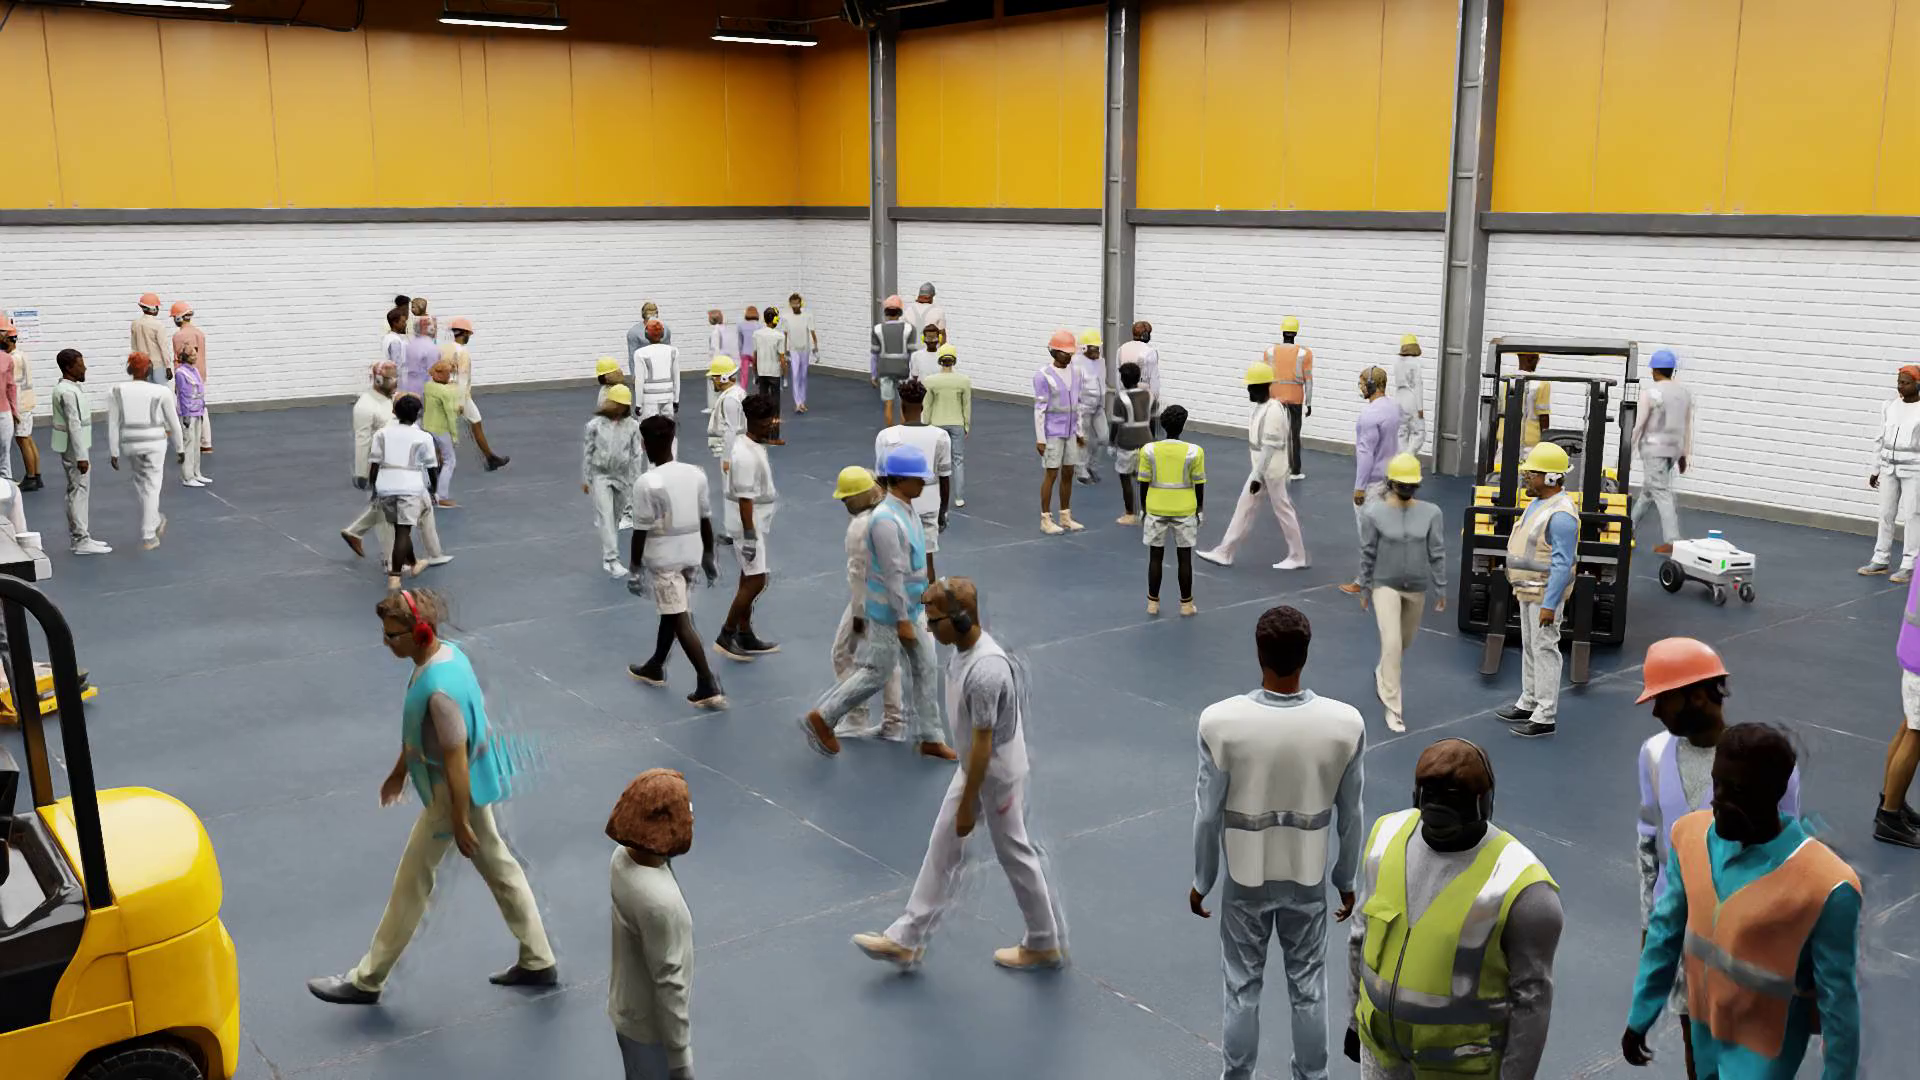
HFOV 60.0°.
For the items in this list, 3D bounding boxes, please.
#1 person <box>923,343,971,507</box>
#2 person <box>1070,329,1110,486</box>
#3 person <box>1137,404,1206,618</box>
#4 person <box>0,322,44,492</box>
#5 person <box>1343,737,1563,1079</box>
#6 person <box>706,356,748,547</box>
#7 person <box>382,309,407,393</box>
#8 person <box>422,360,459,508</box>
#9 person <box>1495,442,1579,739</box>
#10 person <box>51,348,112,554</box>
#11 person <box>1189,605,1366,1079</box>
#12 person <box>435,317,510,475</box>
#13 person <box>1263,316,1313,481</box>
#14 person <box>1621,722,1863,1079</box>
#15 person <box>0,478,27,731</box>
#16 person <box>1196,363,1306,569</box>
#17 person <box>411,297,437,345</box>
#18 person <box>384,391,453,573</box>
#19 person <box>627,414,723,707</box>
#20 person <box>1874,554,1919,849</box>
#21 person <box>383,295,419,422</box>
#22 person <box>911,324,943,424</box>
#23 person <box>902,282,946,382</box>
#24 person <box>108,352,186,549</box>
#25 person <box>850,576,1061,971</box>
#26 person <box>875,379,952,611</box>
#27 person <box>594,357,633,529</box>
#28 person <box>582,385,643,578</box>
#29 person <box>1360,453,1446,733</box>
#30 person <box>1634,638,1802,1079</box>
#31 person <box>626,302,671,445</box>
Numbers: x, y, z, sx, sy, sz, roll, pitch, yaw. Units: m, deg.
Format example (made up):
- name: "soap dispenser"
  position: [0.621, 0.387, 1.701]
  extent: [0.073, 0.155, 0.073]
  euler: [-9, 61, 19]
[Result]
- name: "person"
  position: [-0.141, -1.221, 17.827]
  extent: [0.515, 1.759, 0.335]
  euler: [-1, 12, -7]
- name: "person"
  position: [1.485, -1.517, 19.106]
  extent: [0.597, 1.812, 0.427]
  euler: [-9, 15, -38]
- name: "person"
  position: [1.672, -0.225, 13.156]
  extent: [0.539, 1.695, 0.318]
  euler: [3, 12, 14]
- name: "person"
  position: [-10.650, -1.499, 18.757]
  extent: [0.390, 1.930, 0.546]
  euler: [-5, 13, -23]
- name: "person"
  position: [1.342, 1.447, 4.727]
  extent: [0.429, 1.846, 0.632]
  euler: [-9, 15, -38]
- name: "person"
  position: [-2.203, -0.846, 15.866]
  extent: [0.403, 1.821, 0.601]
  euler: [-1, 12, -4]
- name: "person"
  position: [-7.077, -1.933, 20.868]
  extent: [0.395, 1.919, 0.590]
  euler: [-5, 13, -24]
- name: "person"
  position: [-5.586, -1.124, 17.739]
  extent: [0.543, 1.598, 0.435]
  euler: [9, 15, 37]
- name: "person"
  position: [3.568, 0.307, 10.256]
  extent: [0.403, 1.834, 0.588]
  euler: [1, 12, 4]
- name: "person"
  position: [-8.253, -0.825, 15.519]
  extent: [0.391, 1.919, 0.591]
  euler: [-8, 14, -33]
- name: "person"
  position: [1.112, 1.176, 5.855]
  extent: [0.600, 1.916, 0.377]
  euler: [0, 12, -1]
- name: "person"
  position: [-5.979, -1.728, 19.987]
  extent: [0.544, 1.870, 0.959]
  euler: [10, 16, 41]
- name: "person"
  position: [3.840, -1.657, 19.505]
  extent: [0.594, 1.928, 0.361]
  euler: [5, 13, 23]
- name: "person"
  position: [2.095, 1.432, 4.685]
  extent: [0.914, 1.882, 0.628]
  euler: [-4, 12, -18]
- name: "person"
  position: [-6.043, 0.259, 10.220]
  extent: [0.605, 1.944, 0.403]
  euler: [-8, 14, -34]
- name: "person"
  position: [2.656, -0.637, 14.740]
  extent: [1.000, 1.860, 0.590]
  euler: [-1, 12, -7]
- name: "person"
  position: [-7.931, -2.682, 24.697]
  extent: [0.347, 1.838, 0.518]
  euler: [-6, 13, -26]
- name: "person"
  position: [-4.865, -0.528, 14.823]
  extent: [0.506, 1.605, 0.741]
  euler: [7, 14, 31]
- name: "person"
  position: [-1.896, 0.121, 10.981]
  extent: [1.010, 1.919, 0.609]
  euler: [8, 14, 34]
- name: "person"
  position: [5.030, 0.624, 8.532]
  extent: [0.433, 1.924, 0.557]
  euler: [6, 13, 25]
- name: "person"
  position: [-8.309, -2.699, 24.691]
  extent: [1.041, 1.894, 0.596]
  euler: [10, 15, 39]
- name: "person"
  position: [-0.319, -1.581, 19.314]
  extent: [0.506, 1.864, 0.331]
  euler: [0, 12, 1]
- name: "person"
  position: [-0.490, -2.846, 24.978]
  extent: [0.683, 2.000, 0.536]
  euler: [5, 13, 24]
- name: "person"
  position: [-7.770, -0.882, 15.973]
  extent: [0.608, 1.837, 0.951]
  euler: [-2, 12, -9]
- name: "person"
  position: [0.005, 1.012, 7.001]
  extent: [0.968, 1.770, 0.584]
  euler: [-3, 12, -15]
- name: "person"
  position: [-0.364, -0.237, 12.597]
  extent: [0.621, 1.952, 0.384]
  euler: [-5, 13, -22]
- name: "person"
  position: [-3.488, -0.972, 16.669]
  extent: [0.315, 1.736, 0.483]
  euler: [-11, 16, -43]
- name: "person"
  position: [-3.031, -0.519, 14.567]
  extent: [0.506, 1.688, 0.839]
  euler: [-6, 13, -25]
- name: "person"
  position: [2.804, 0.281, 10.645]
  extent: [0.534, 1.737, 0.849]
  euler: [-1, 12, -4]
- name: "person"
  position: [2.438, 1.277, 5.469]
  extent: [0.457, 1.875, 0.628]
  euler: [-9, 15, -36]
- name: "person"
  position: [-4.122, -2.212, 22.209]
  extent: [0.636, 1.928, 0.387]
  euler: [-9, 15, -36]
